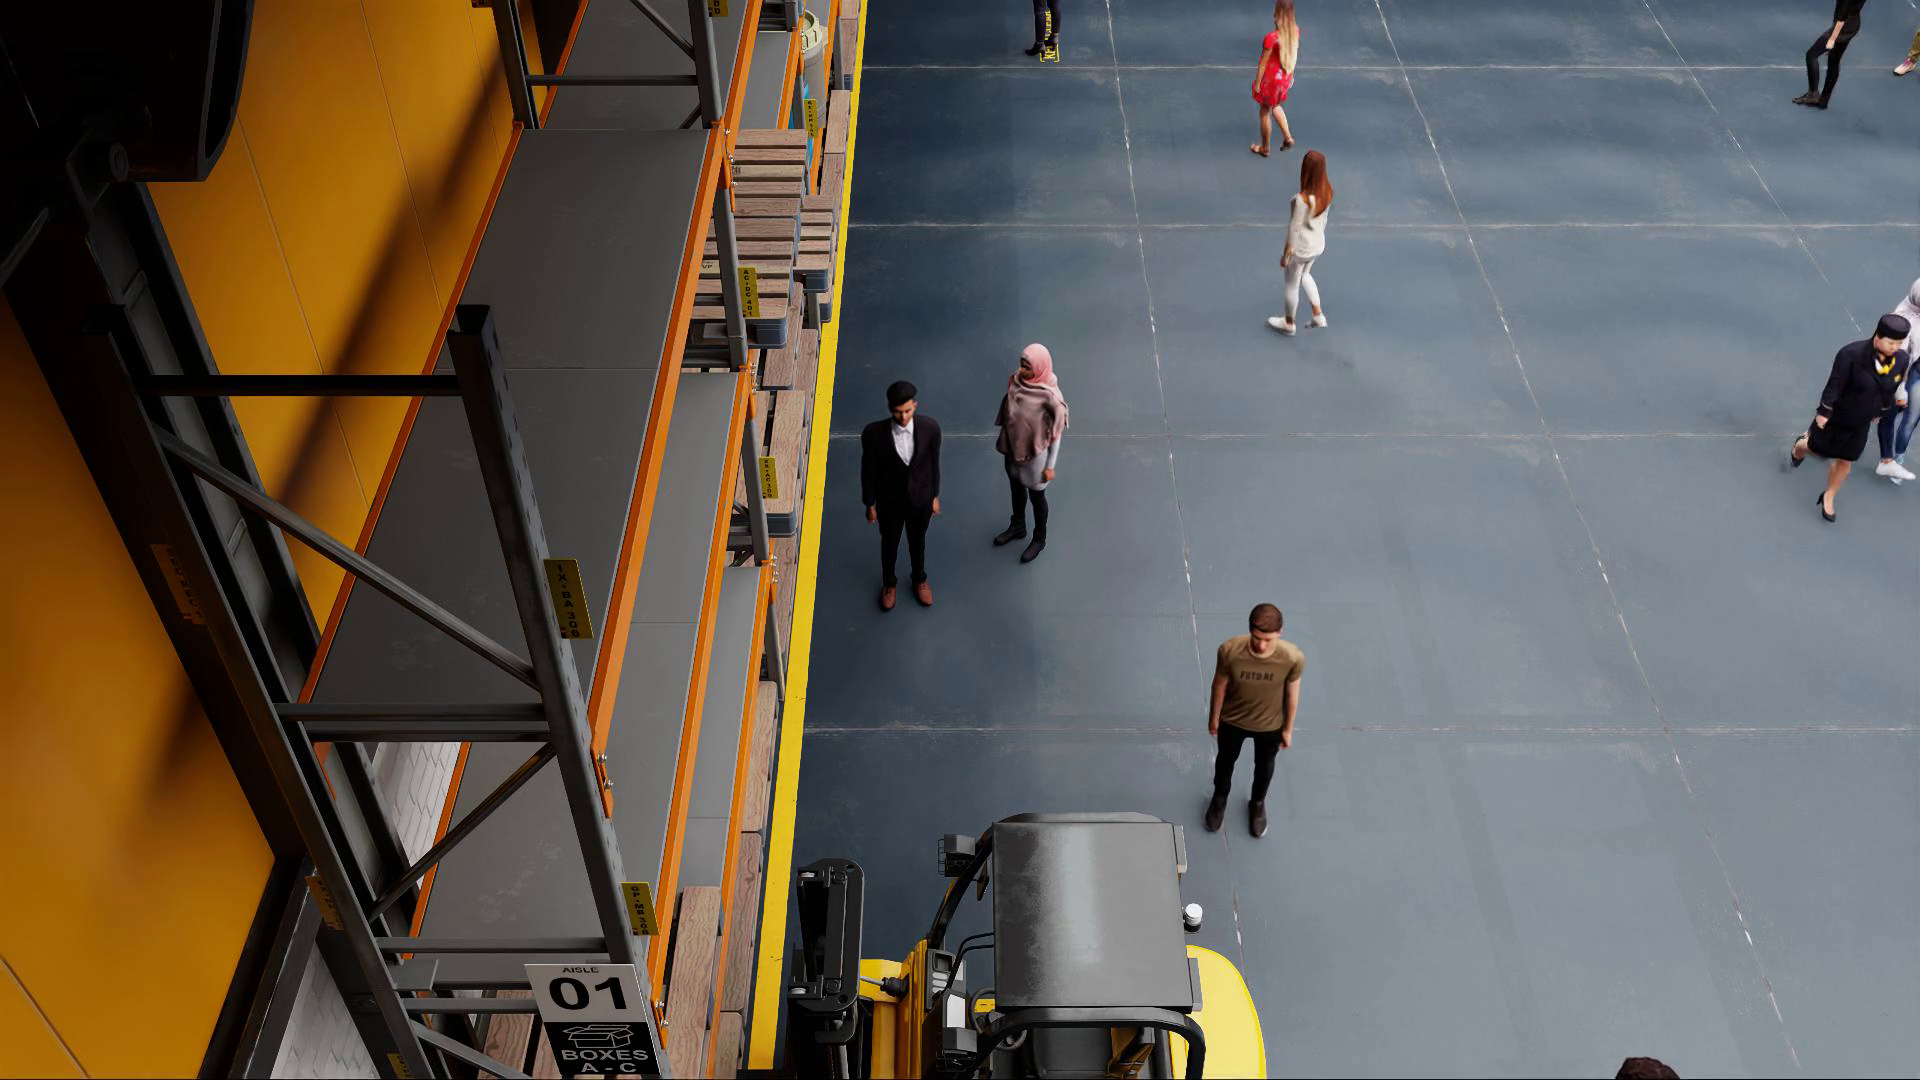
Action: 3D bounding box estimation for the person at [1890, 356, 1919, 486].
[{"bbox_3d":[7.220,-1.262,12.419,0.700,1.583,1.077,5,44,6],"label":"person"}]

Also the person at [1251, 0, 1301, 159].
[{"bbox_3d":[3.014,-4.274,15.581,0.791,1.582,0.858,-32,52,-29],"label":"person"}]

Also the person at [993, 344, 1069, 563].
[{"bbox_3d":[0.481,-0.616,11.580,0.742,1.804,0.800,34,53,30],"label":"person"}]

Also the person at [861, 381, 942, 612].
[{"bbox_3d":[-0.380,-0.315,11.206,0.741,1.884,0.630,-8,44,-9],"label":"person"}]

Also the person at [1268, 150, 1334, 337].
[{"bbox_3d":[2.853,-2.332,13.462,0.801,1.693,0.866,-32,52,-29],"label":"person"}]

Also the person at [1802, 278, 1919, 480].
[{"bbox_3d":[6.700,-1.252,12.301,1.065,1.731,1.141,-33,53,-30],"label":"person"}]

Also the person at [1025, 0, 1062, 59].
[{"bbox_3d":[0.893,-5.827,17.090,0.759,1.749,0.699,34,53,31],"label":"person"}]

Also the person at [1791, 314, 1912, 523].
[{"bbox_3d":[6.401,-0.953,12.046,0.723,1.650,0.942,0,44,0],"label":"person"}]

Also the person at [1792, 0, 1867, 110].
[{"bbox_3d":[8.691,-4.951,16.256,0.709,1.631,0.768,-34,53,-30],"label":"person"}]

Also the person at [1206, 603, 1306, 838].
[{"bbox_3d":[1.728,1.033,9.814,0.701,1.854,0.630,7,44,8],"label":"person"}]
